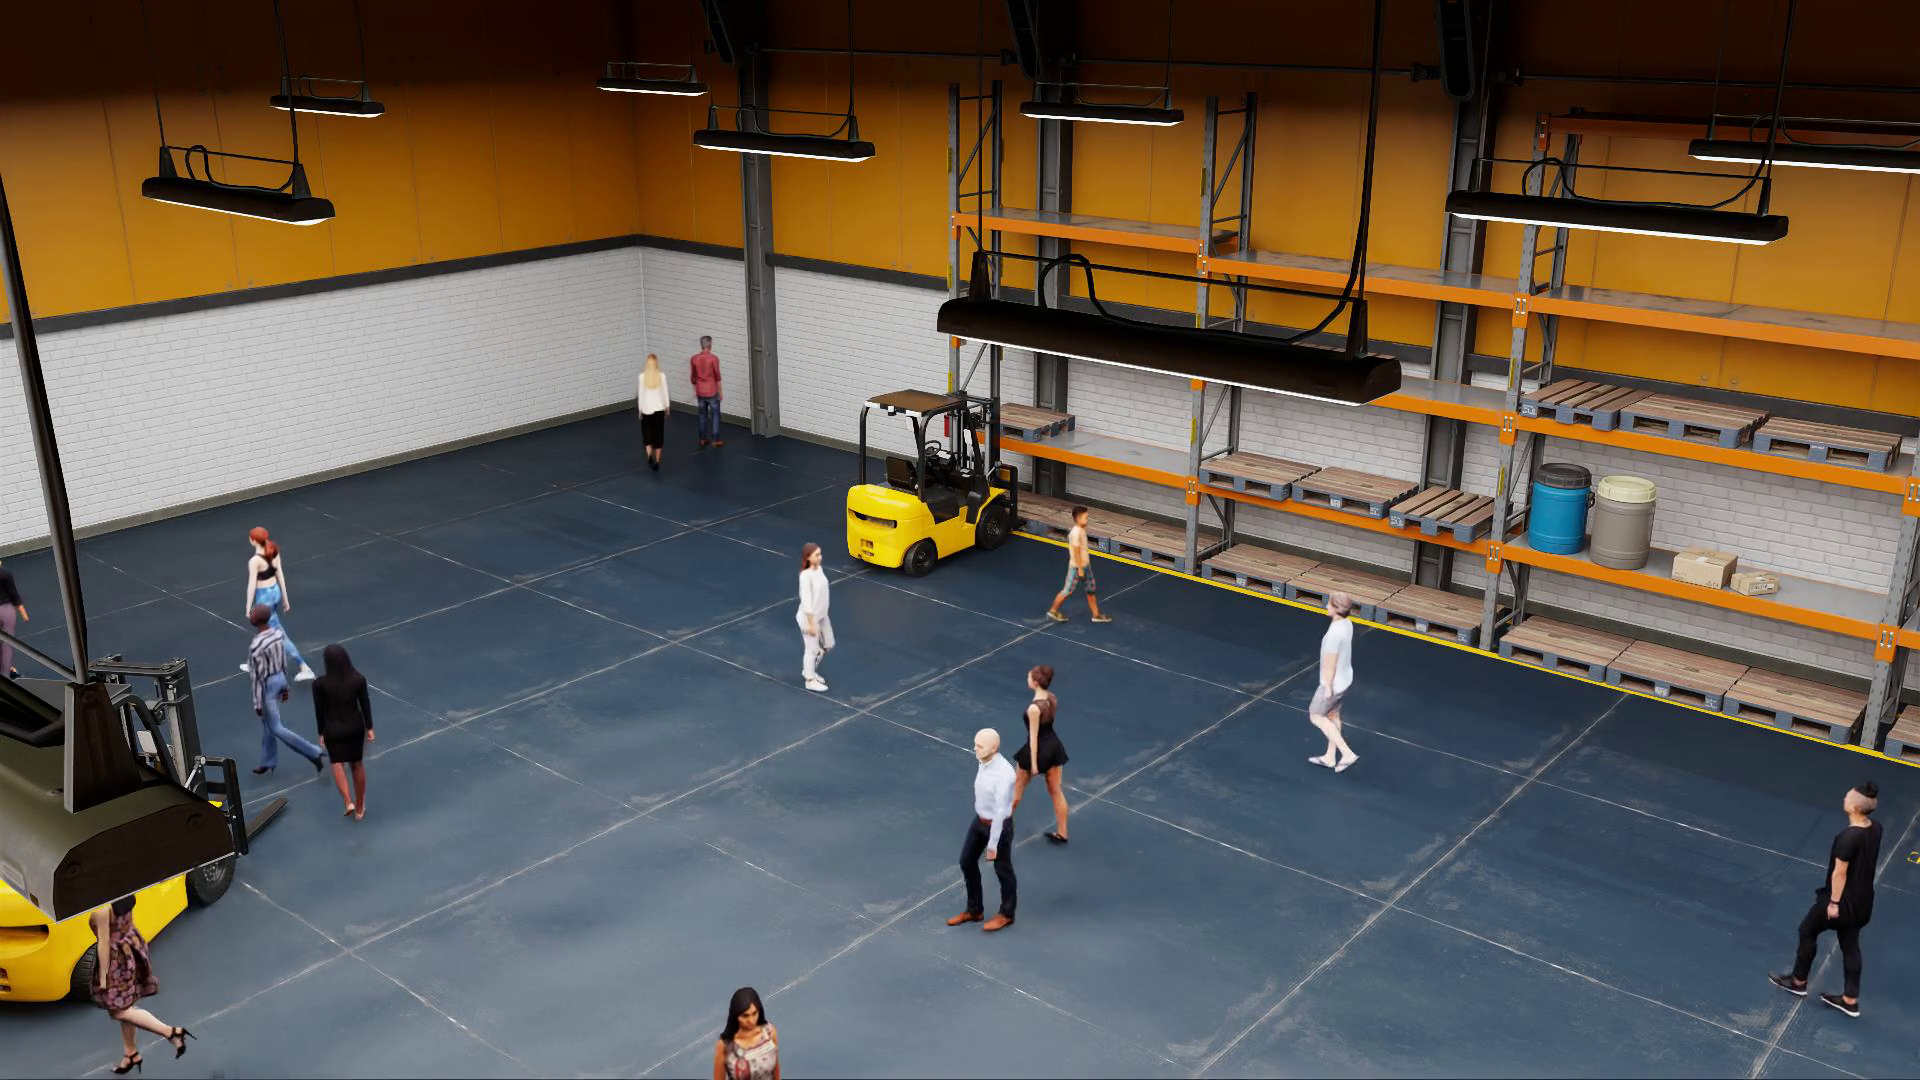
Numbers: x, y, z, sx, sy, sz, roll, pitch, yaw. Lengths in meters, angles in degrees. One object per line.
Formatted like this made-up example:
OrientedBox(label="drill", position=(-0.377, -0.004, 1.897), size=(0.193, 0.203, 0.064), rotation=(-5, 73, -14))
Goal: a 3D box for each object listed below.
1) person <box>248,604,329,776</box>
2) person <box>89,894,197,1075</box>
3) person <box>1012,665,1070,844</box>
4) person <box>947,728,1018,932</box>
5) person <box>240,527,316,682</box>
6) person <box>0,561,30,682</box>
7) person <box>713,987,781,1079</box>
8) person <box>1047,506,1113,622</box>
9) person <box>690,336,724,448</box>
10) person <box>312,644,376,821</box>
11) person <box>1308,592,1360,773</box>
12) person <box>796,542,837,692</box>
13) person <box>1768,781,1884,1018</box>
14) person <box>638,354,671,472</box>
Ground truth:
OrientedBox(label="person", position=(-6.433, 1.464, 15.734), size=(1.161, 1.771, 0.990), rotation=(3, 19, 8))
OrientedBox(label="person", position=(-5.680, 2.925, 11.415), size=(0.984, 1.759, 0.912), rotation=(-1, 19, -2))
OrientedBox(label="person", position=(0.791, 1.908, 14.618), size=(1.036, 1.641, 0.596), rotation=(14, 23, 35))
OrientedBox(label="person", position=(0.340, 2.298, 13.256), size=(0.883, 1.773, 0.845), rotation=(-9, 21, -26))
OrientedBox(label="person", position=(-7.376, 0.745, 17.925), size=(1.293, 1.735, 0.891), rotation=(7, 20, 19))
OrientedBox(label="person", position=(-10.265, 0.867, 17.688), size=(0.752, 1.656, 0.816), rotation=(2, 19, 7))
OrientedBox(label="person", position=(-1.314, 3.427, 10.154), size=(0.922, 1.611, 1.198), rotation=(-9, 20, -24))
OrientedBox(label="person", position=(1.339, 0.309, 19.699), size=(1.064, 1.430, 0.787), rotation=(6, 20, 17))
OrientedBox(label="person", position=(-4.136, -2.424, 27.203), size=(0.653, 1.819, 0.828), rotation=(7, 20, 19))
OrientedBox(label="person", position=(-5.518, 1.767, 14.926), size=(0.765, 1.712, 0.813), rotation=(-9, 21, -25))
OrientedBox(label="person", position=(3.664, 1.381, 15.907), size=(0.795, 1.817, 0.696), rotation=(12, 22, 31))
OrientedBox(label="person", position=(-1.632, 0.815, 17.805), size=(0.711, 1.678, 0.700), rotation=(6, 20, 18))
OrientedBox(label="person", position=(6.548, 2.635, 12.139), size=(0.838, 1.847, 0.966), rotation=(-12, 22, -32))
OrientedBox(label="person", position=(-4.727, -1.937, 25.724), size=(0.872, 1.841, 0.949), rotation=(-6, 19, -16))
